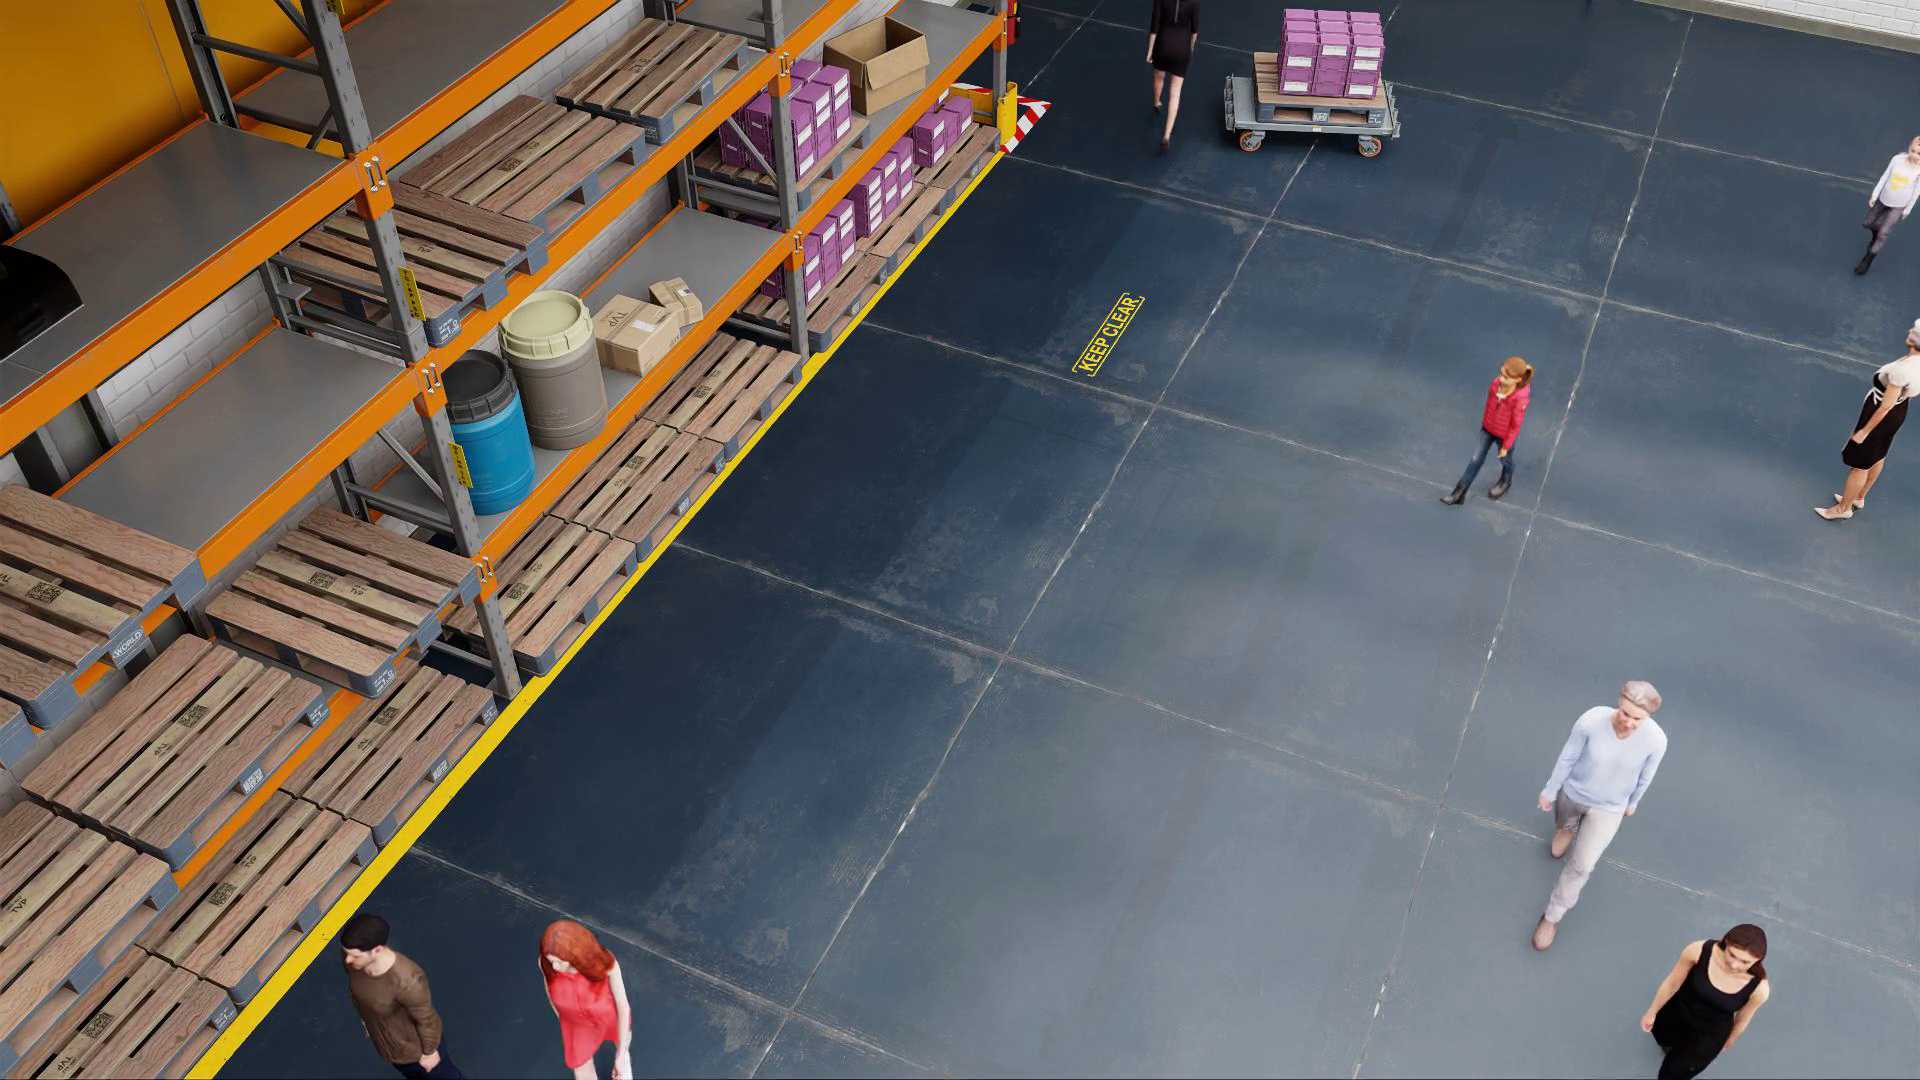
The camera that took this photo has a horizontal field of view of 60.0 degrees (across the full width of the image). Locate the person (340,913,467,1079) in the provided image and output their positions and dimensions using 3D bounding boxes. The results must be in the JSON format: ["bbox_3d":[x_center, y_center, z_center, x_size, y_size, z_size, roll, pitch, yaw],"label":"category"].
[{"bbox_3d":[-2.762,2.433,8.283,0.644,1.889,0.561,19,47,19],"label":"person"}]

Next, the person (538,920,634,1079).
[{"bbox_3d":[-1.820,2.357,8.434,0.872,1.790,1.084,-1,44,-1],"label":"person"}]

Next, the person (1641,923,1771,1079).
[{"bbox_3d":[3.762,2.402,8.482,0.830,1.659,1.161,34,53,30],"label":"person"}]

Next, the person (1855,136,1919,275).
[{"bbox_3d":[8.078,-2.942,14.375,0.851,1.268,0.685,-31,51,-28],"label":"person"}]

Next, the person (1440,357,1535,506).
[{"bbox_3d":[3.982,-0.794,12.107,0.957,1.286,0.799,-25,49,-24],"label":"person"}]

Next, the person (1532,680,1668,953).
[{"bbox_3d":[3.583,1.385,9.410,0.719,1.852,1.258,21,47,21],"label":"person"}]

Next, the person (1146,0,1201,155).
[{"bbox_3d":[1.994,-4.499,15.660,0.816,1.749,1.183,6,44,7],"label":"person"}]

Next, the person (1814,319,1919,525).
[{"bbox_3d":[6.557,-0.833,11.808,0.648,1.755,0.777,-26,49,-25],"label":"person"}]
